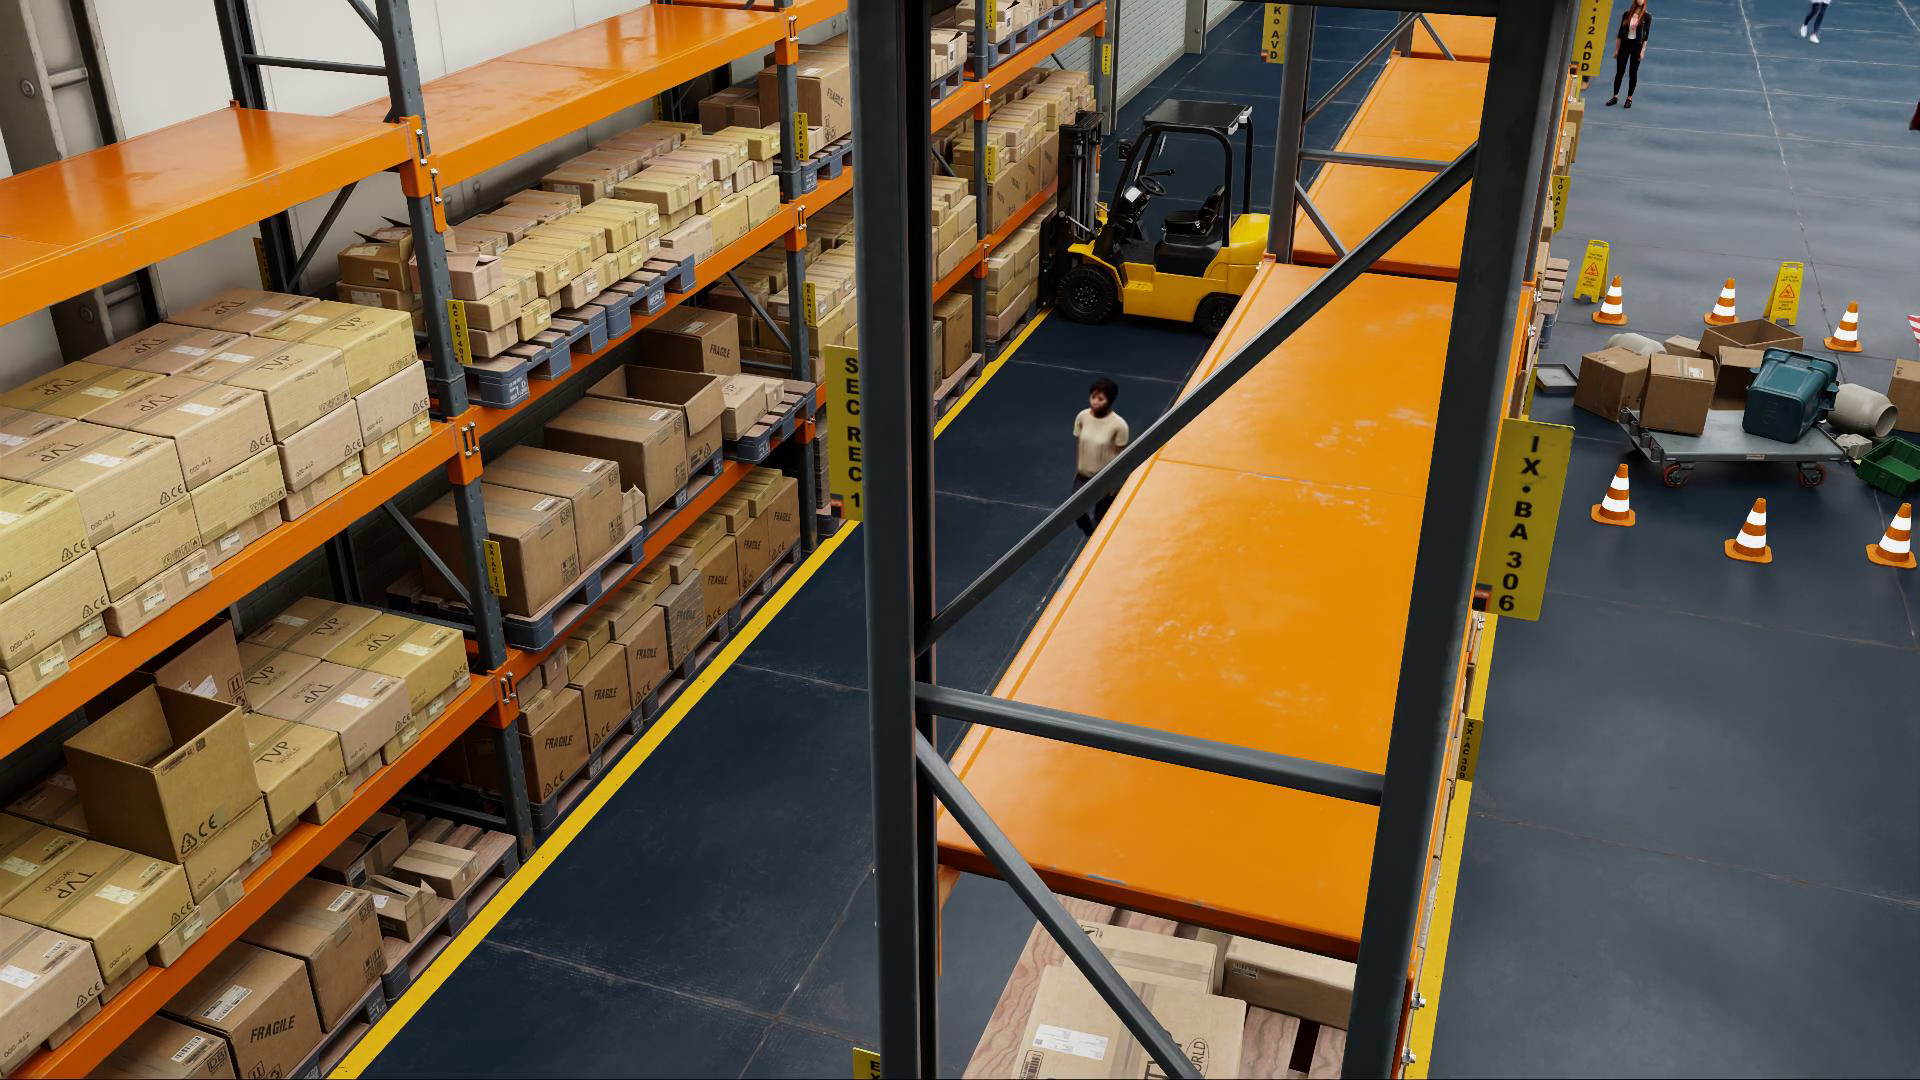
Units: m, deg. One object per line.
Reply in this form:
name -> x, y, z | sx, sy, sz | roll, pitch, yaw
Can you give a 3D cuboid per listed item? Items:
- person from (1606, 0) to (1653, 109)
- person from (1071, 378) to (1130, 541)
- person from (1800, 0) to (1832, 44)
person -> 10.286, -7.528, 25.479 | 0.647, 1.714, 0.606 | 18, 33, 31
person -> 1.059, -0.486, 12.402 | 0.666, 1.578, 0.681 | 17, 33, 29
person -> 15.411, -9.837, 29.759 | 0.747, 1.766, 0.825 | -1, 28, -1
